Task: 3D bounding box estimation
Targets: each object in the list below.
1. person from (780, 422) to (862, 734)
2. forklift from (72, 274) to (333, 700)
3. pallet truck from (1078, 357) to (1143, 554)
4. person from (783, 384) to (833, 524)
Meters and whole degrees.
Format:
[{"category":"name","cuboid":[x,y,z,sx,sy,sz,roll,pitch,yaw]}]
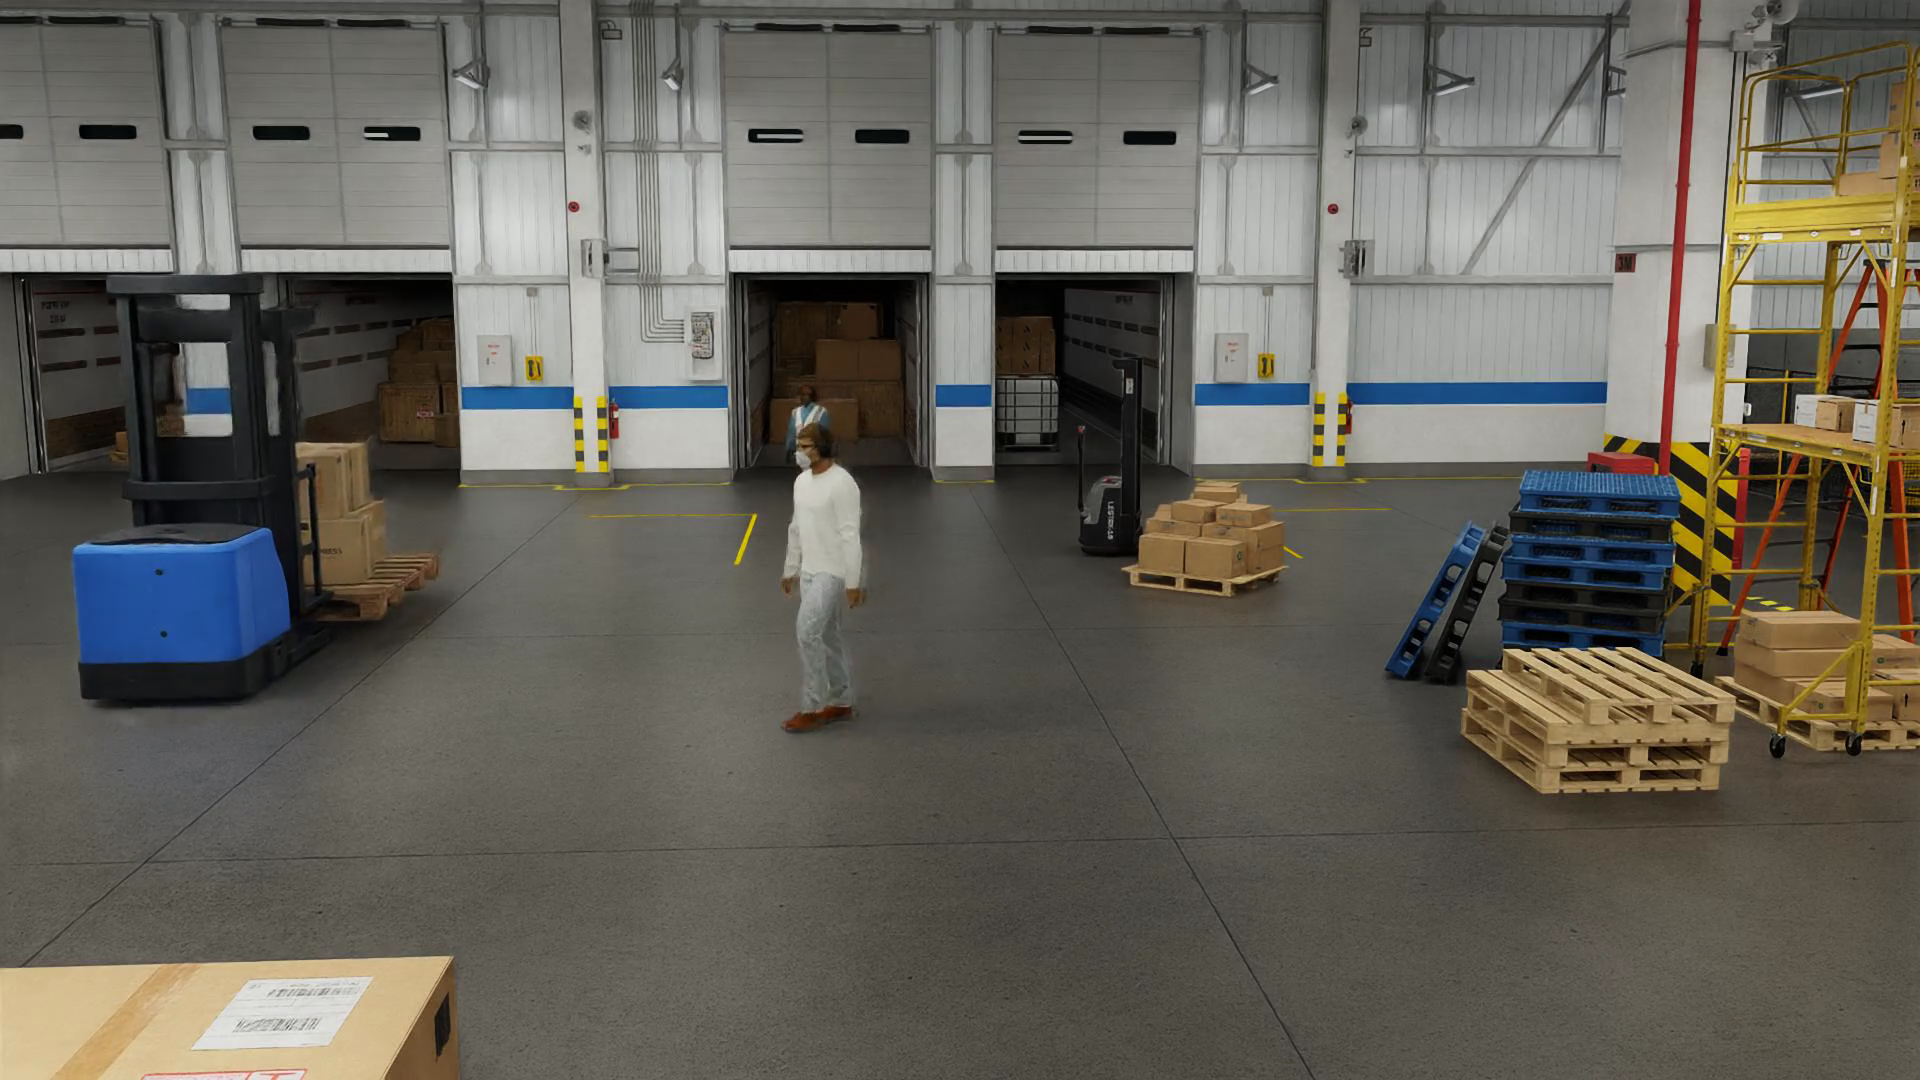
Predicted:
[{"category":"person","cuboid":[-0.951,0.235,10.275,0.720,1.913,0.653,-6,11,-32]},{"category":"forklift","cuboid":[-5.266,-0.440,11.507,1.129,2.768,1.873,-1,9,-4]},{"category":"pallet truck","cuboid":[2.088,-0.836,16.757,1.885,1.965,0.823,2,9,13]},{"category":"person","cuboid":[-1.742,-0.927,18.542,0.549,1.597,0.814,7,11,35]}]
